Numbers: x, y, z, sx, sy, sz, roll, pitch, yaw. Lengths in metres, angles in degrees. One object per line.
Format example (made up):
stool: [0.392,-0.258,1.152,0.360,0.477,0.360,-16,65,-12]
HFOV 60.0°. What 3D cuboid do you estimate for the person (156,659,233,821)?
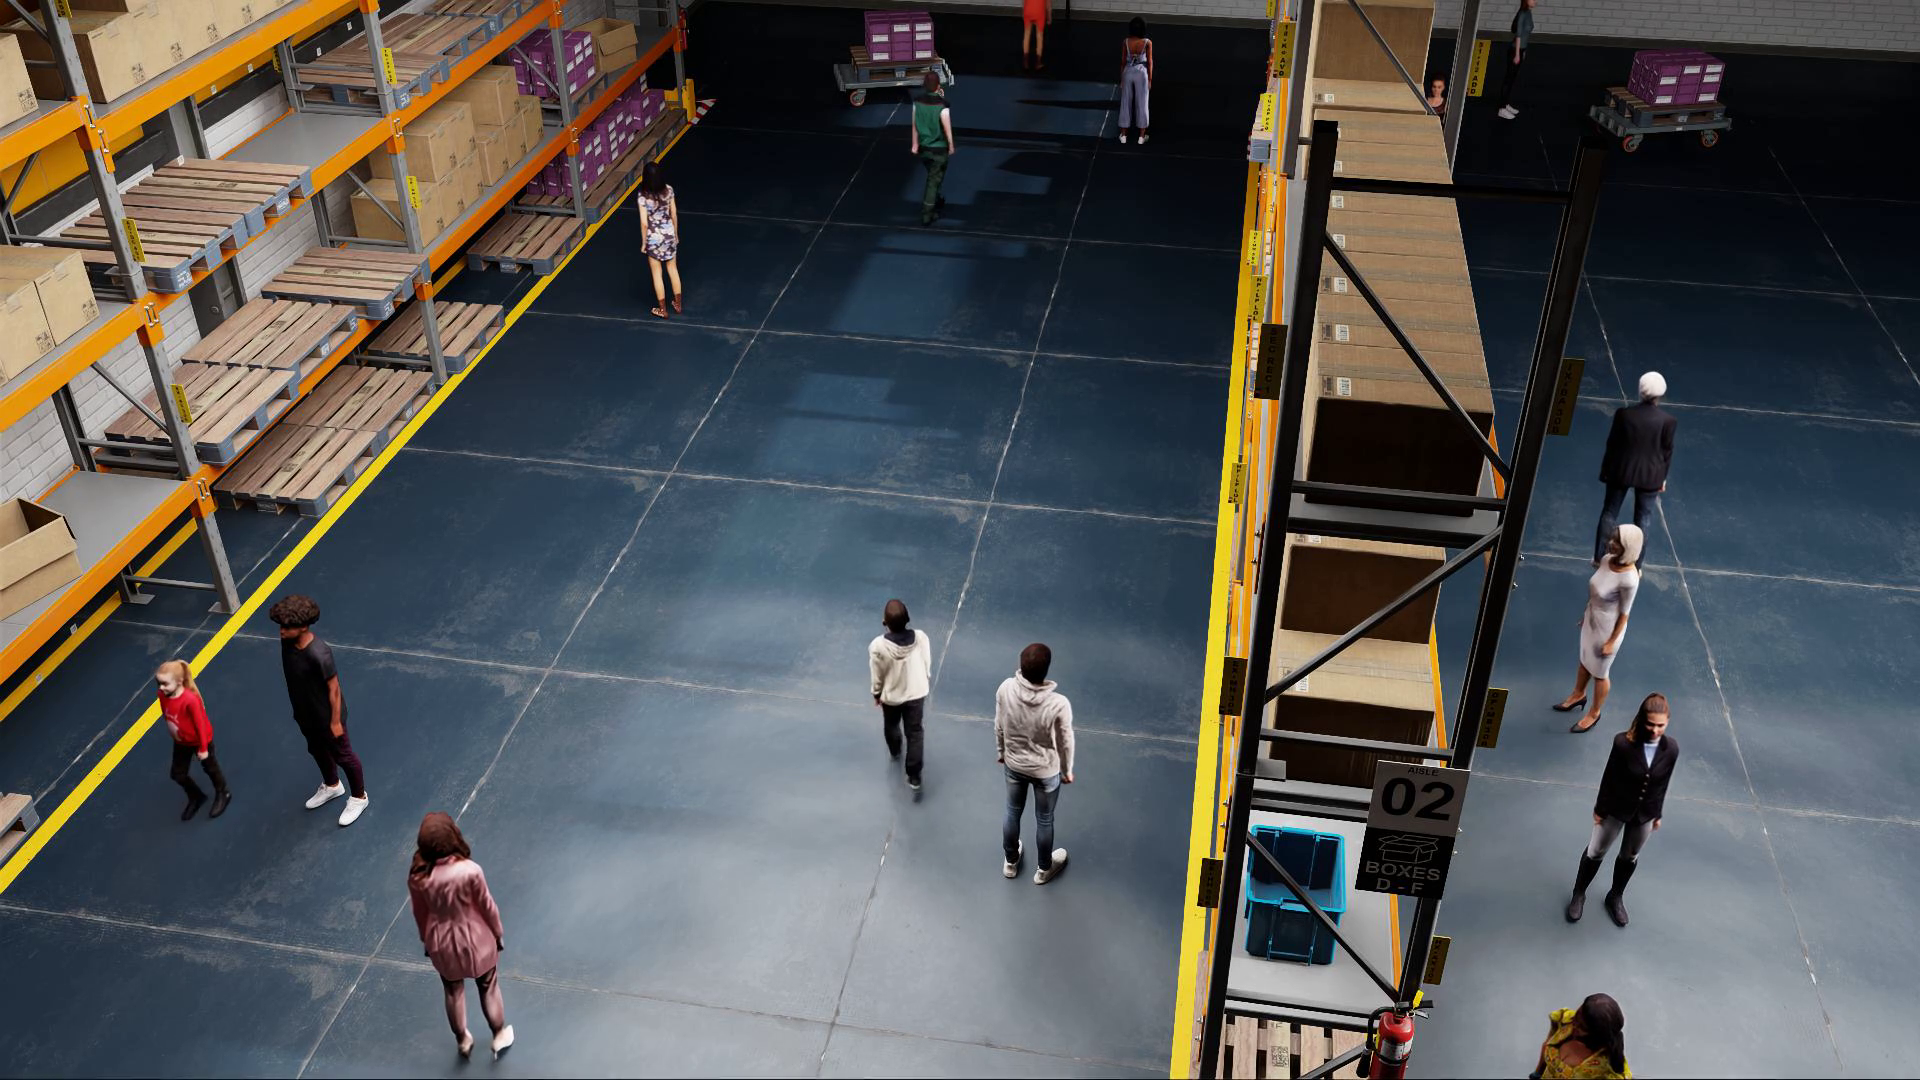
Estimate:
person: [-5.209,1.324,11.367,0.489,1.272,0.532,7,34,10]

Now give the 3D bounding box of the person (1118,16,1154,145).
person: [2.345,-6.154,22.234,0.579,1.695,0.501,7,34,10]

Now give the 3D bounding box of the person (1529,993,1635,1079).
person: [3.151,2.934,8.594,1.057,1.660,0.957,-14,36,-20]

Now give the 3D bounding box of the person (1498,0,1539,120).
person: [7.741,-6.762,23.107,0.716,1.742,0.603,20,38,27]

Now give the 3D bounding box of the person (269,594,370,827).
person: [-4.328,1.115,11.219,0.696,1.784,0.696,19,38,26]

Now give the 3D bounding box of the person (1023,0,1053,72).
person: [1.123,-7.869,24.804,0.601,1.708,0.542,7,34,10]

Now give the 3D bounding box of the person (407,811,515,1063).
person: [-2.840,2.285,9.444,0.667,1.799,0.623,-4,34,-6]

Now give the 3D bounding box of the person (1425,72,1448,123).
person: [5.718,-4.872,20.326,0.566,1.672,0.550,6,34,10]

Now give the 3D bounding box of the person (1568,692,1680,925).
person: [4.175,1.696,10.394,0.567,1.729,0.542,4,34,6]

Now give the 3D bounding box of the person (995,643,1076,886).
person: [0.456,1.433,10.677,0.708,1.853,0.622,11,35,16]

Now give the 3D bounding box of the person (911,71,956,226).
person: [-0.358,-4.654,19.868,0.840,1.817,1.004,20,39,27]

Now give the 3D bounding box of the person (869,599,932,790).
person: [-0.385,1.087,11.570,0.727,1.441,0.998,-2,34,-3]

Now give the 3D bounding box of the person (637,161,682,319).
person: [-3.204,-3.210,17.771,0.664,1.733,0.730,-22,40,-30]

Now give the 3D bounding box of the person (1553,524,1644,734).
person: [4.643,0.621,11.991,0.694,1.751,0.558,-5,34,-8]

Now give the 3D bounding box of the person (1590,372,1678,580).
person: [5.251,-0.484,12.830,0.817,1.777,0.723,19,38,26]
